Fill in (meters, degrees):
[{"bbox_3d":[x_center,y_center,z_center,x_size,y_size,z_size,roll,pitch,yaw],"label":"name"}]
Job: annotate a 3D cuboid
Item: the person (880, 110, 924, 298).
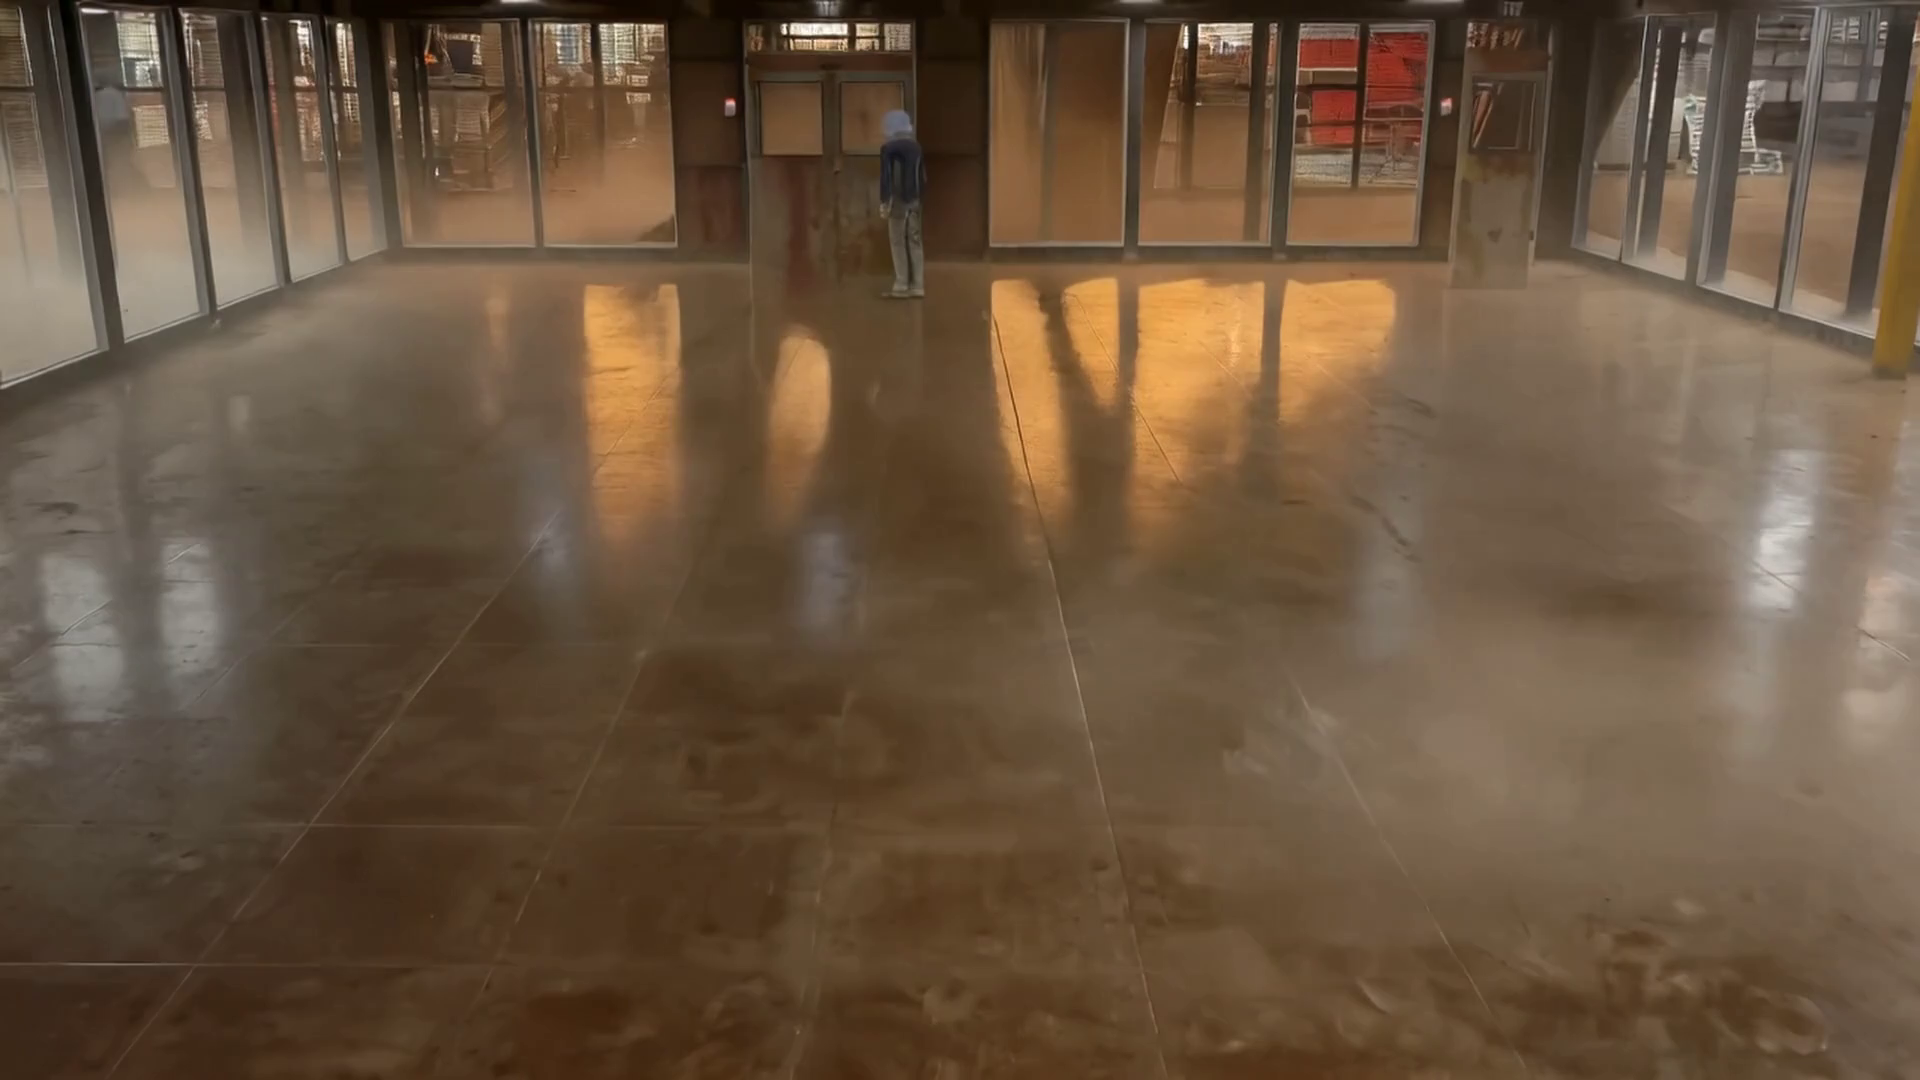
[{"bbox_3d":[-0.519,-2.945,14.623,0.287,1.626,0.497,12,20,35],"label":"person"}]
